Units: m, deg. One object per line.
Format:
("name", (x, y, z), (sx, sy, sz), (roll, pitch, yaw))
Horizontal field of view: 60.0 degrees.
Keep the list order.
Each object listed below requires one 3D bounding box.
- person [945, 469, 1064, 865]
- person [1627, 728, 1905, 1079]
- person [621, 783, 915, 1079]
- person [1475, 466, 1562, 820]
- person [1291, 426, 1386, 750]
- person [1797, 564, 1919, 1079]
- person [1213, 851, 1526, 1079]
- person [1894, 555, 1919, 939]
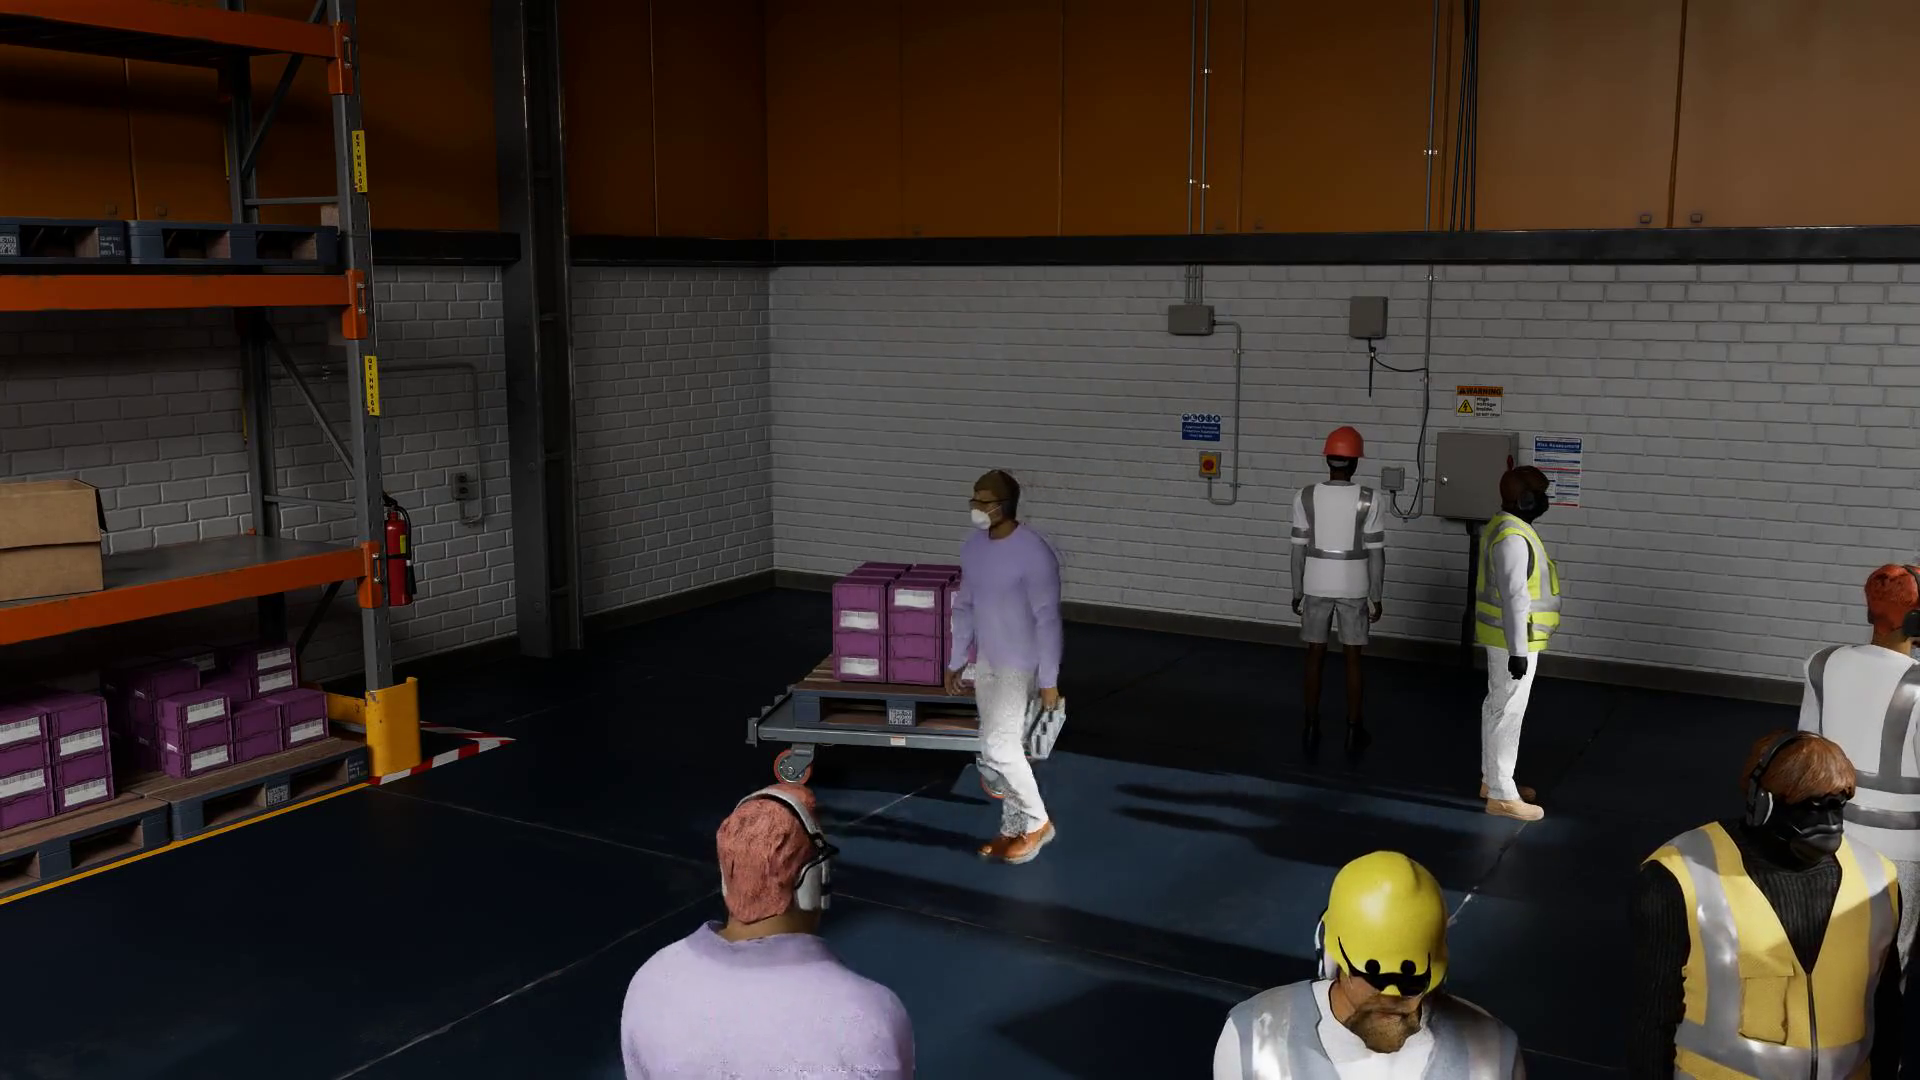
("person", (0.217, 0.618, 7.952), (0.457, 1.924, 0.636), (-5, 11, -30))
("person", (1.847, 1.322, 3.825), (0.625, 1.836, 0.428), (0, 9, 0))
("person", (-0.358, 1.402, 3.135), (0.658, 1.885, 0.563), (6, 11, 33))
("person", (2.927, 0.527, 8.750), (0.429, 1.843, 0.633), (2, 9, 14))
("person", (2.262, 0.285, 9.965), (0.551, 1.935, 0.371), (3, 10, 21))
("person", (3.069, 1.012, 5.593), (0.337, 1.882, 0.585), (-3, 10, -21))
("person", (0.740, 1.445, 3.079), (0.586, 1.825, 0.403), (0, 9, 3))
("person", (4.251, 0.746, 7.154), (0.483, 1.924, 0.631), (-7, 11, -36))
